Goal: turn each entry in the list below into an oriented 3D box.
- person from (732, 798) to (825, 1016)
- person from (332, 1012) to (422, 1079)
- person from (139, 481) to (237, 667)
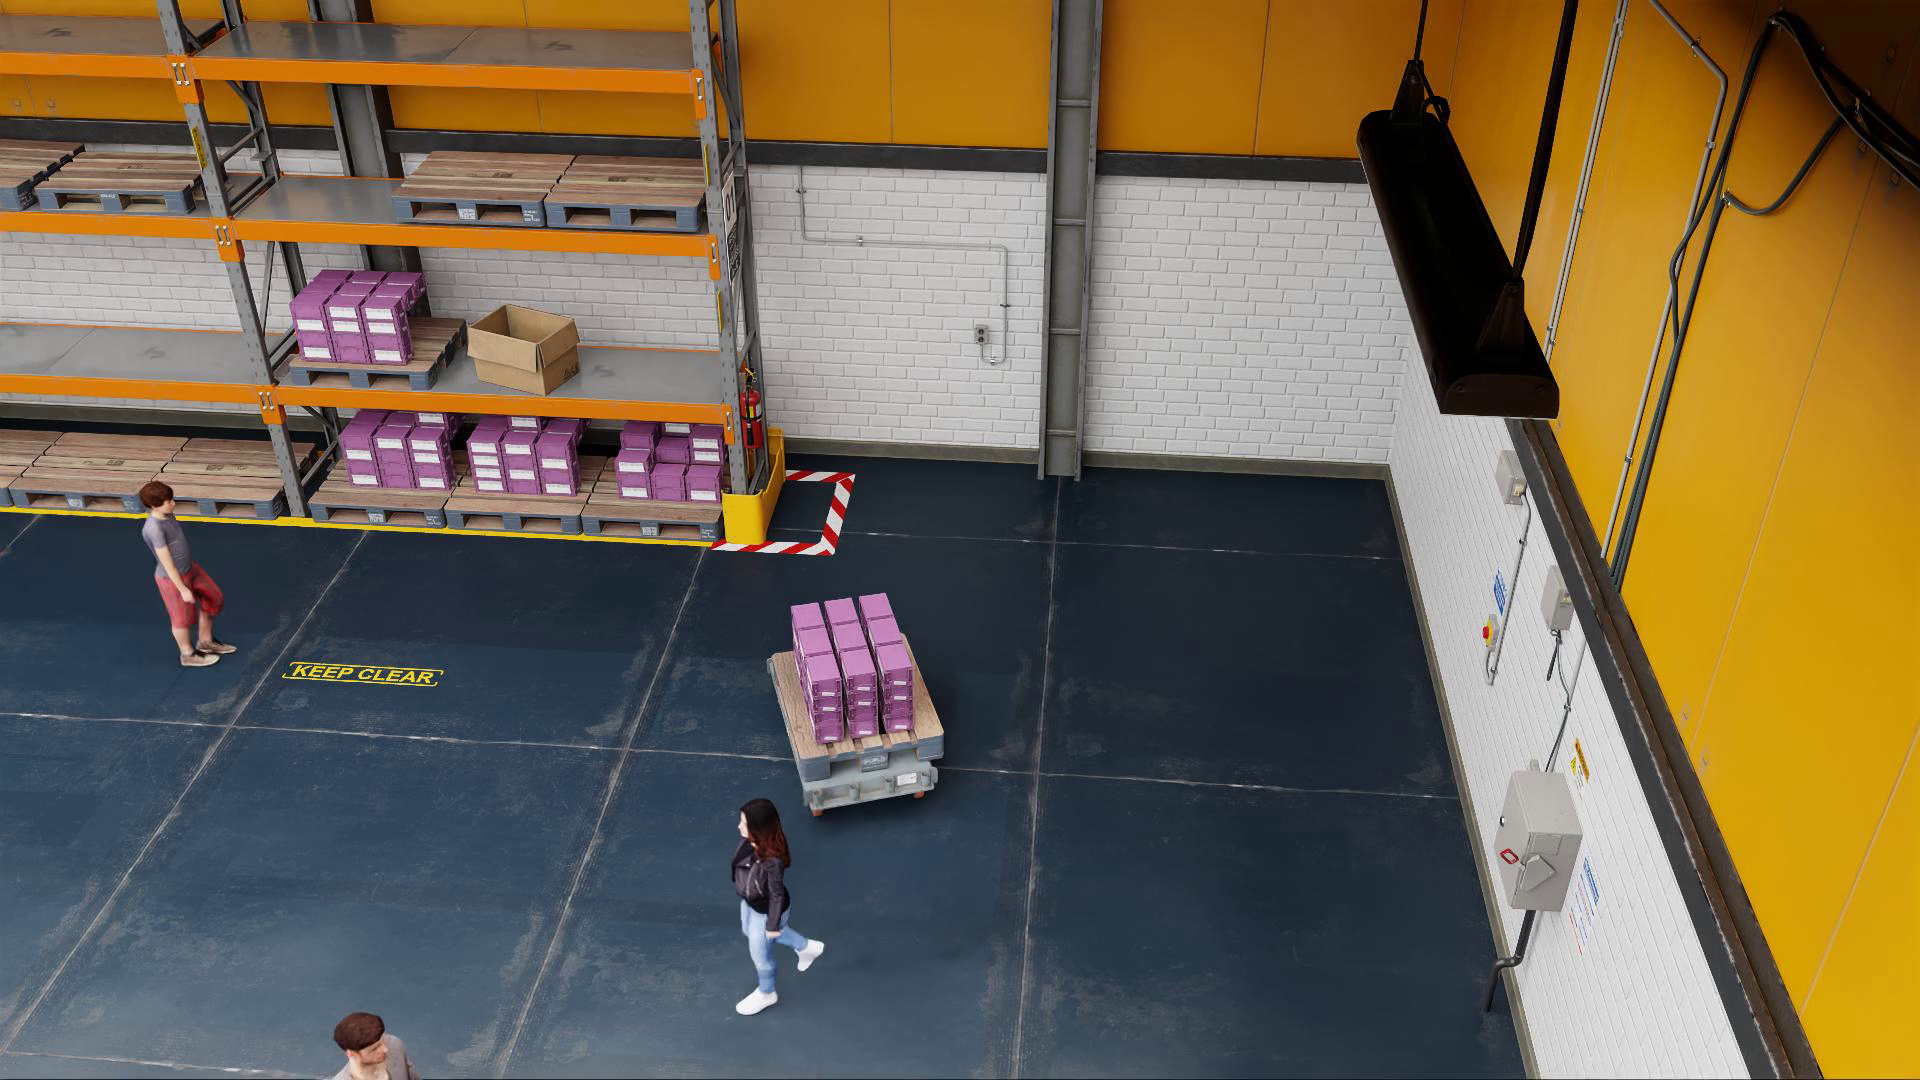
[{"bbox_3d":[-1.091,2.117,9.779,0.959,1.620,0.854,-13,36,-18],"label":"person"},{"bbox_3d":[-2.901,2.992,8.227,1.178,1.882,0.847,10,35,14],"label":"person"},{"bbox_3d":[-5.974,0.285,12.521,0.688,1.636,0.635,-2,34,-4],"label":"person"}]
